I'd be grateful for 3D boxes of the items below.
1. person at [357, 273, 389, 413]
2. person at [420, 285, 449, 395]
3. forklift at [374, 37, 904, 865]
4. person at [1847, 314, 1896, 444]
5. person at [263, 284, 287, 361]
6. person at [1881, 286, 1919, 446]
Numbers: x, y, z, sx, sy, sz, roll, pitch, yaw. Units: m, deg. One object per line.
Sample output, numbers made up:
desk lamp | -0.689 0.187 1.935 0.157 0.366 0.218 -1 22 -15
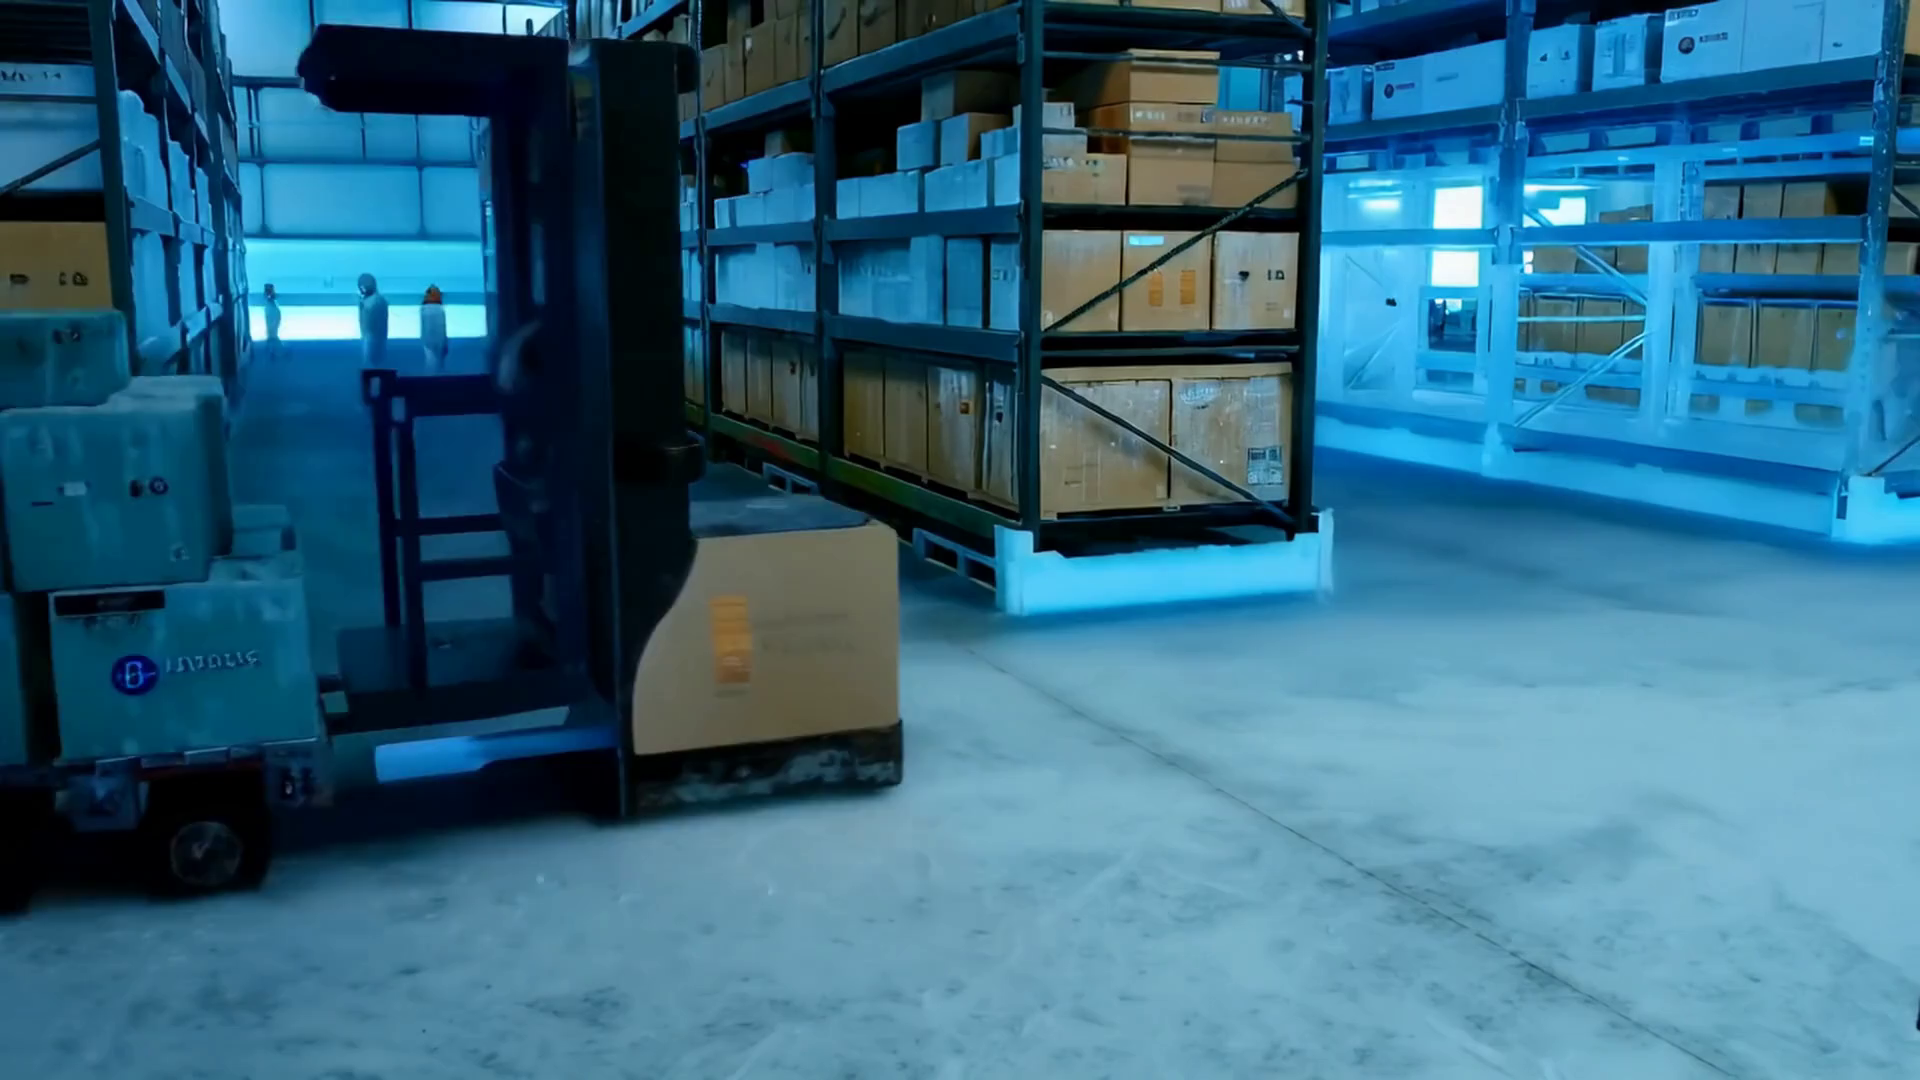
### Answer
person | -8.123 -2.714 22.978 0.642 1.933 0.417 8 12 40
person | -7.755 -2.897 24.613 0.487 1.744 0.312 5 11 26
forklift | -1.252 -0.402 6.270 1.873 2.768 1.129 -4 10 -23
person | 8.210 -1.246 15.106 0.543 1.614 0.432 -4 10 -22
person | -14.503 -4.582 35.068 0.362 1.629 0.530 -3 10 -17
person | 9.592 -1.627 16.694 0.676 1.851 1.025 1 10 5
